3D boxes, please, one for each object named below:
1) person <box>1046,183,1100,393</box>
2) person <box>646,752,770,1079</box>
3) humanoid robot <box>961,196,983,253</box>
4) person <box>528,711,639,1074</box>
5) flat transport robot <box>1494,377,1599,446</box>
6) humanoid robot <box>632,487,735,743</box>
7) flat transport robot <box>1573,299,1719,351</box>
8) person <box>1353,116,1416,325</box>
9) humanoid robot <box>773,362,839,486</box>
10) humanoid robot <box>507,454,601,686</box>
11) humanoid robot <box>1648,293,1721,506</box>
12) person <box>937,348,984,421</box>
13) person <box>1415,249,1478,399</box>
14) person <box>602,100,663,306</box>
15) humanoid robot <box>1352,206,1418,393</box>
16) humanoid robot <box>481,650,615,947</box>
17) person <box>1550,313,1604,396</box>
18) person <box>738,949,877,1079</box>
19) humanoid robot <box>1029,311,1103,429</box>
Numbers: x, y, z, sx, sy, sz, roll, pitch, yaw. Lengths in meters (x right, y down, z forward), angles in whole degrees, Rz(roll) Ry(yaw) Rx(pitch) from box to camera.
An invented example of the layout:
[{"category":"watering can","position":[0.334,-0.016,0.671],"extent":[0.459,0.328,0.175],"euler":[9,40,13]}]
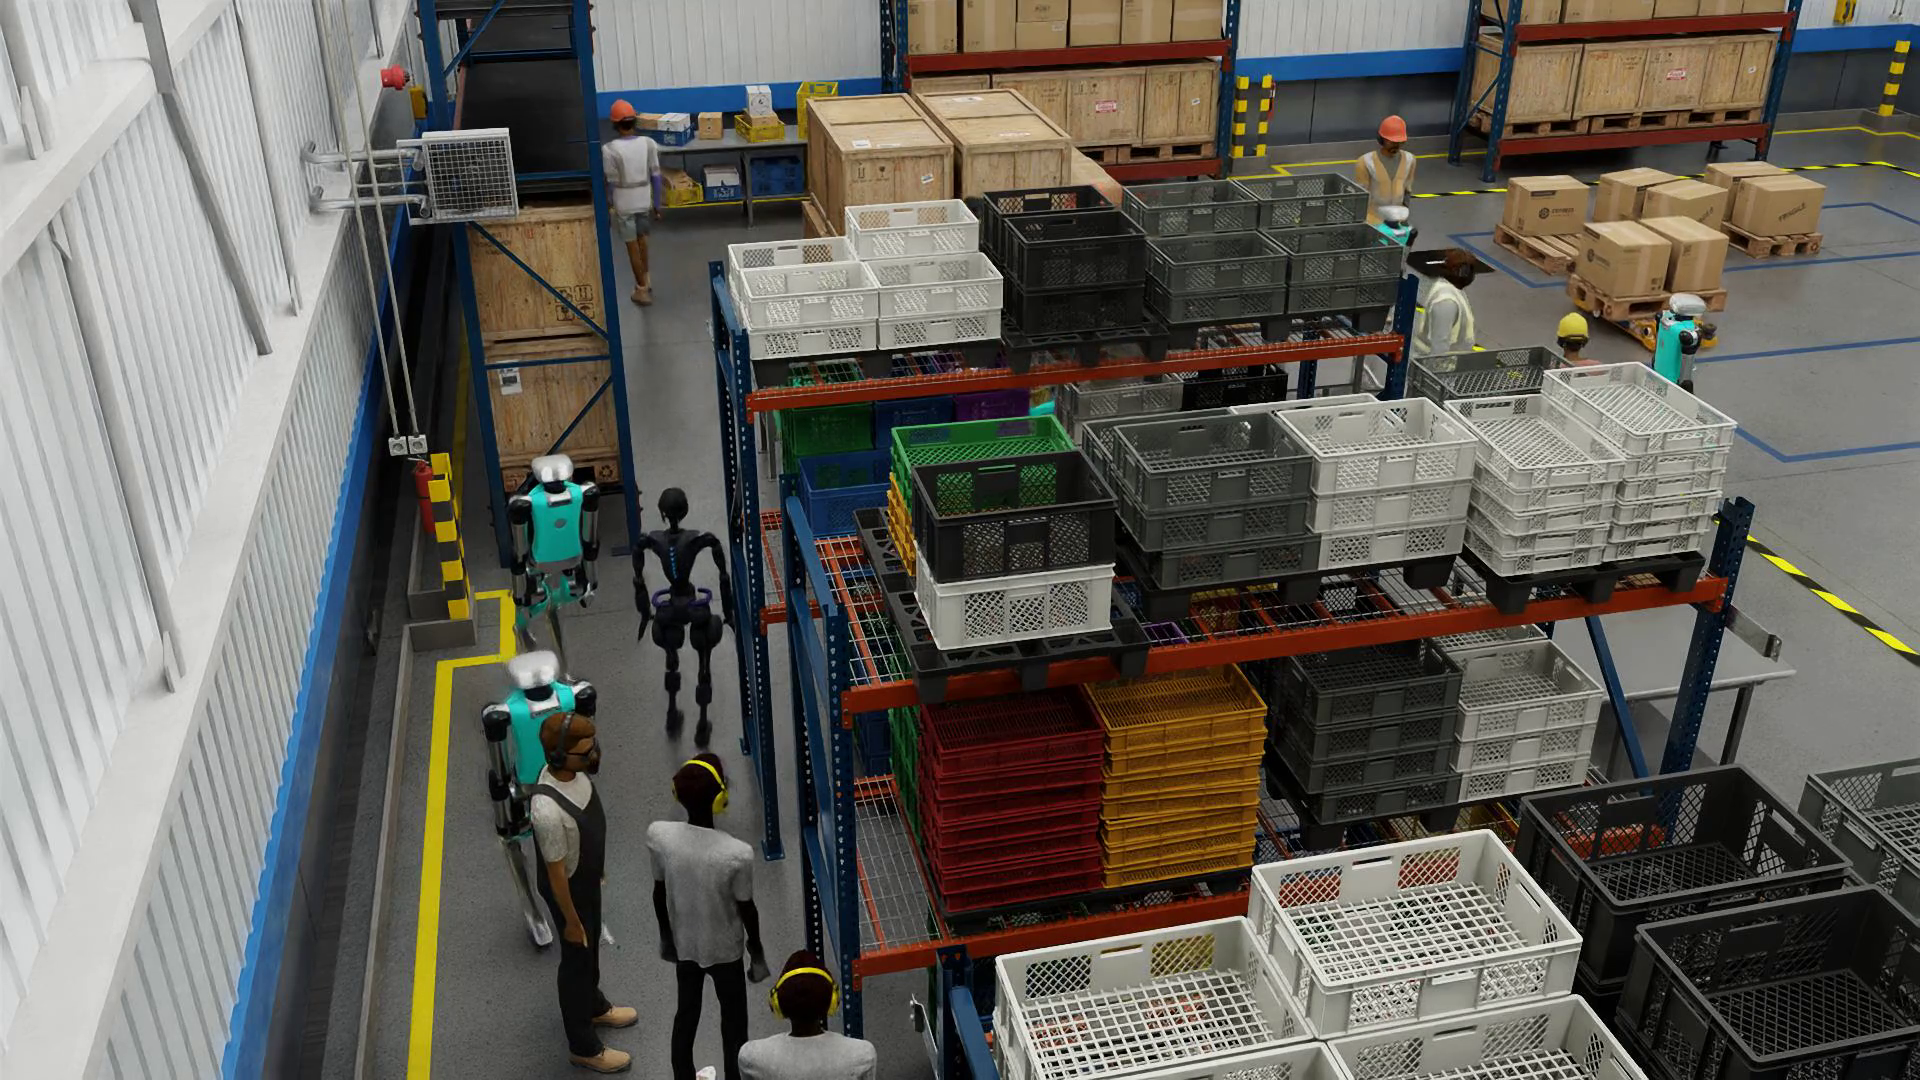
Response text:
[{"category":"person","position":[0.975,-2.115,14.286],"extent":[0.607,1.918,0.574],"euler":[-11,30,-20]},{"category":"person","position":[-1.061,1.726,7.071],"extent":[0.503,1.861,0.332],"euler":[11,30,20]},{"category":"humanoid robot","position":[0.209,-2.250,14.817],"extent":[0.550,1.641,0.609],"euler":[-7,29,-12]},{"category":"person","position":[-1.690,1.555,7.411],"extent":[0.346,1.841,0.504],"euler":[-1,28,-1]},{"category":"flat transport robot","position":[4.780,-1.036,14.013],"extent":[0.659,0.231,1.431],"euler":[-6,28,-12]},{"category":"humanoid robot","position":[-1.590,0.441,9.690],"extent":[0.609,1.647,0.334],"euler":[0,28,0]},{"category":"flat transport robot","position":[6.660,-2.192,16.175],"extent":[0.652,0.197,1.431],"euler":[-6,28,-12]},{"category":"person","position":[4.037,-3.040,15.916],"extent":[0.615,2.039,0.379],"euler":[-7,29,-12]},{"category":"humanoid robot","position":[-0.928,-0.458,11.377],"extent":[0.827,1.798,0.543],"euler":[-11,30,-19]},{"category":"humanoid robot","position":[-2.499,0.197,10.072],"extent":[0.565,1.737,0.852],"euler":[-15,31,-26]},{"category":"humanoid robot","position":[5.402,-1.006,12.240],"extent":[0.735,1.673,0.533],"euler":[-2,28,-3]},{"category":"person","position":[-0.009,-0.712,11.631],"extent":[0.372,1.914,0.596],"euler":[-6,28,-12]},{"category":"person","position":[3.771,-1.351,12.960],"extent":[0.463,1.810,0.707],"euler":[11,30,19]},{"category":"person","position":[-3.326,-3.362,16.541],"extent":[0.613,2.022,0.680],"euler":[-22,35,-36]},{"category":"humanoid robot","position":[3.486,-2.116,14.473],"extent":[0.575,1.718,0.996],"euler":[-15,31,-27]},{"category":"humanoid robot","position":[-2.057,1.230,8.125],"extent":[0.548,1.774,0.745],"euler":[-15,31,-26]},{"category":"person","position":[4.267,-0.769,11.900],"extent":[0.529,1.765,0.324],"euler":[-5,28,-9]},{"category":"person","position":[-0.526,2.248,6.059],"extent":[0.512,1.876,0.328],"euler":[-2,28,-4]},{"category":"humanoid robot","position":[0.715,-1.187,12.767],"extent":[1.031,1.764,0.542],"euler":[-1,28,-1]}]
